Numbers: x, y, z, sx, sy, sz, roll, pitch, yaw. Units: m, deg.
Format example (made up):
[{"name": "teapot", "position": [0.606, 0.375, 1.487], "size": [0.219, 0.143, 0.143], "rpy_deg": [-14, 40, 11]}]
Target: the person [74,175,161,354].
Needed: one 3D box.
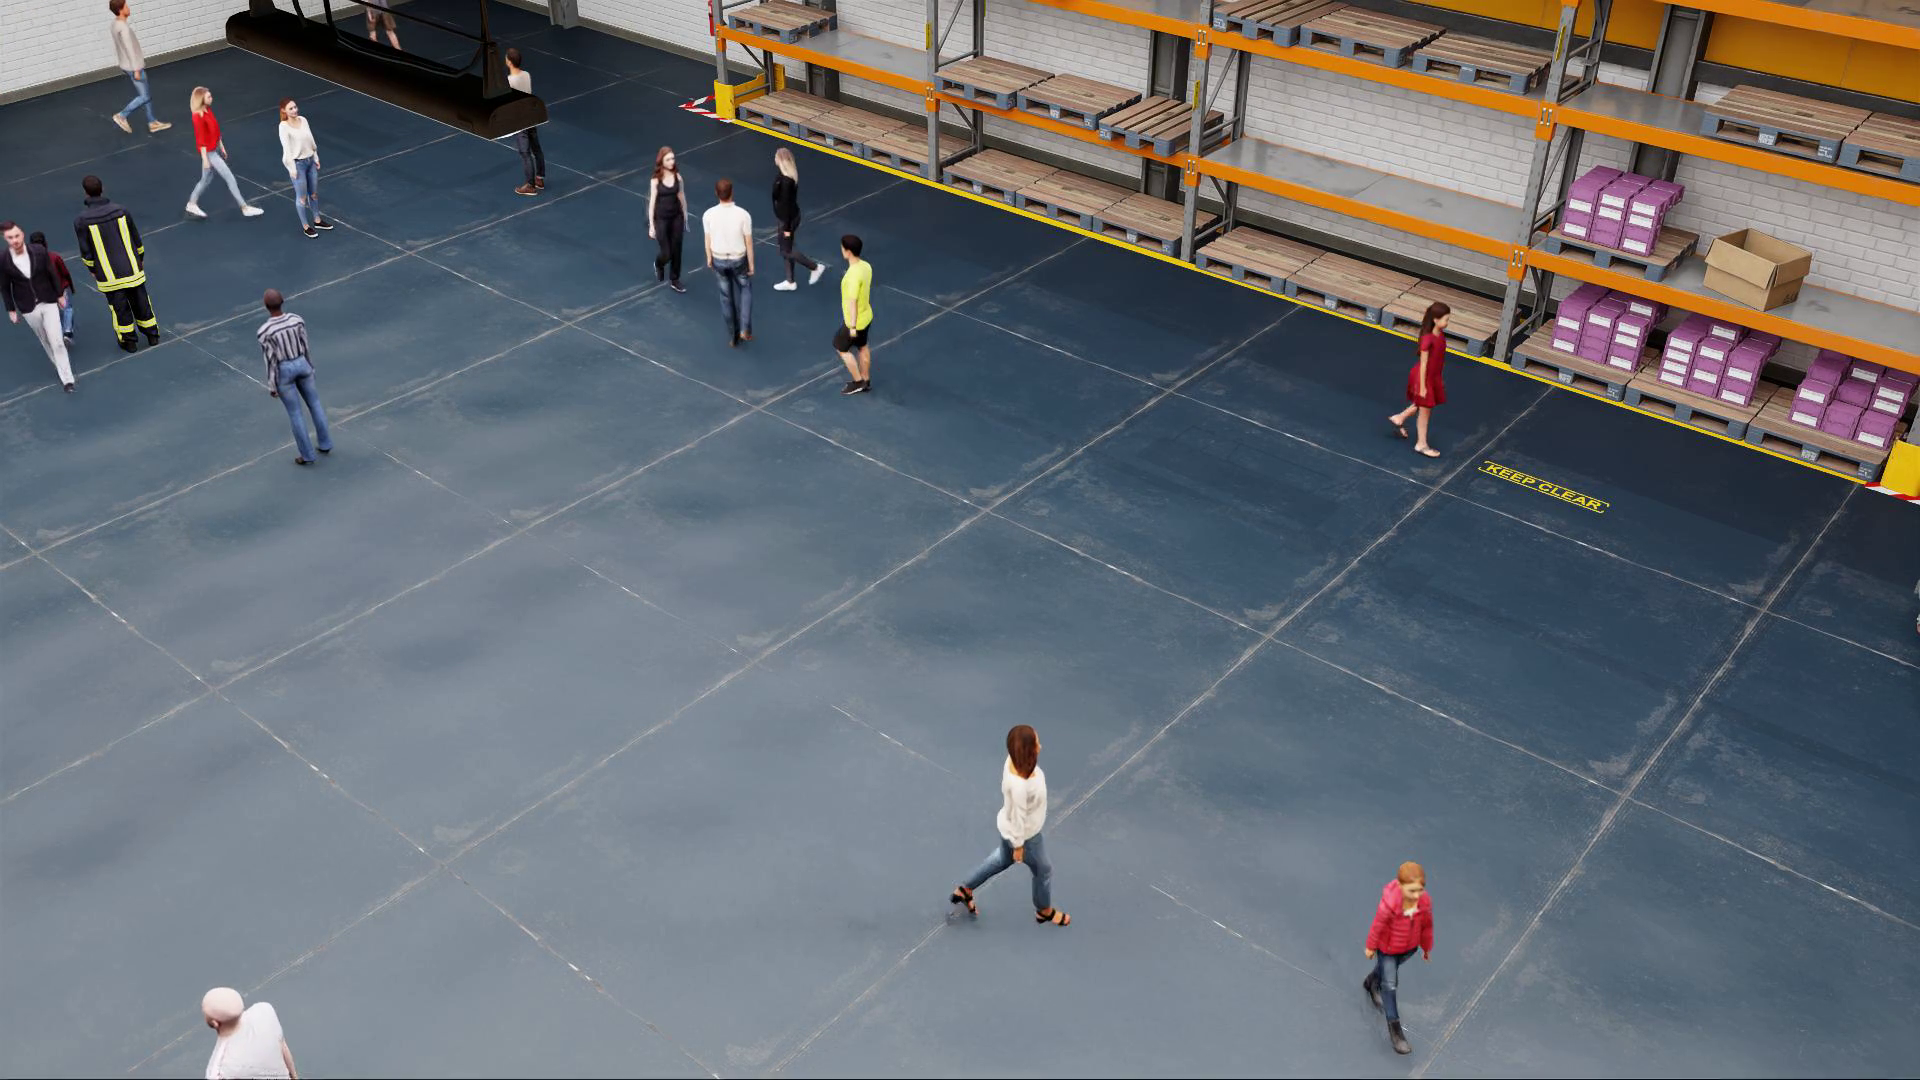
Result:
[{"name": "person", "position": [-8.896, -2.920, 17.536], "size": [0.813, 1.928, 0.706], "rpy_deg": [-26, 42, -34]}]

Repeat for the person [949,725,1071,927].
[{"name": "person", "position": [0.309, 1.842, 10.623], "size": [1.116, 1.650, 1.005], "rpy_deg": [0, 34, 0]}]

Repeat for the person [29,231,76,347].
[{"name": "person", "position": [-9.702, -2.688, 17.803], "size": [0.798, 1.245, 0.915], "rpy_deg": [-7, 34, -11]}]

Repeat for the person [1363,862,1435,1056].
[{"name": "person", "position": [2.628, 2.413, 10.094], "size": [0.828, 1.285, 0.952], "rpy_deg": [-9, 35, -13]}]

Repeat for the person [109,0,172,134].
[{"name": "person", "position": [-11.514, -6.520, 22.989], "size": [0.854, 1.888, 0.972], "rpy_deg": [-22, 40, -30]}]

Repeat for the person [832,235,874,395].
[{"name": "person", "position": [-0.967, -2.247, 16.730], "size": [0.758, 1.699, 0.758], "rpy_deg": [8, 34, 12]}]

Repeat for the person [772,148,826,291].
[{"name": "person", "position": [-1.841, -3.599, 18.795], "size": [0.960, 1.665, 0.886], "rpy_deg": [-2, 34, -3]}]

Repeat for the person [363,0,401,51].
[{"name": "person", "position": [-8.991, -8.214, 25.844], "size": [0.730, 1.792, 1.218], "rpy_deg": [-28, 43, -35]}]

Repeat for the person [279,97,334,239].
[{"name": "person", "position": [-7.992, -4.542, 20.189], "size": [0.623, 1.692, 0.667], "rpy_deg": [15, 37, 22]}]

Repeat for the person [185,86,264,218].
[{"name": "person", "position": [-9.332, -4.740, 20.520], "size": [1.163, 1.656, 1.146], "rpy_deg": [-4, 34, -6]}]

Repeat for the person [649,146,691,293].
[{"name": "person", "position": [-3.339, -3.639, 18.796], "size": [0.718, 1.731, 0.814], "rpy_deg": [-23, 40, -30]}]

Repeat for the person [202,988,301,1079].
[{"name": "person", "position": [-3.561, 3.031, 8.710], "size": [1.328, 1.787, 1.115], "rpy_deg": [5, 34, 7]}]

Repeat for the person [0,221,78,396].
[{"name": "person", "position": [-9.356, -2.400, 16.868], "size": [1.008, 1.802, 1.267], "rpy_deg": [-16, 37, -22]}]

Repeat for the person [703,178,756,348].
[{"name": "person", "position": [-2.442, -2.876, 17.548], "size": [0.816, 1.841, 0.878], "rpy_deg": [-2, 34, -3]}]

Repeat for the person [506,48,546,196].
[{"name": "person", "position": [-5.574, -5.347, 21.241], "size": [0.678, 1.868, 0.720], "rpy_deg": [13, 36, 19]}]

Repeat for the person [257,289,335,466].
[{"name": "person", "position": [-6.230, -1.525, 15.557], "size": [0.522, 1.795, 0.621], "rpy_deg": [24, 41, 32]}]

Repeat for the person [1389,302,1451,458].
[{"name": "person", "position": [4.401, -1.566, 15.846], "size": [0.821, 1.544, 0.575], "rpy_deg": [22, 39, 29]}]
